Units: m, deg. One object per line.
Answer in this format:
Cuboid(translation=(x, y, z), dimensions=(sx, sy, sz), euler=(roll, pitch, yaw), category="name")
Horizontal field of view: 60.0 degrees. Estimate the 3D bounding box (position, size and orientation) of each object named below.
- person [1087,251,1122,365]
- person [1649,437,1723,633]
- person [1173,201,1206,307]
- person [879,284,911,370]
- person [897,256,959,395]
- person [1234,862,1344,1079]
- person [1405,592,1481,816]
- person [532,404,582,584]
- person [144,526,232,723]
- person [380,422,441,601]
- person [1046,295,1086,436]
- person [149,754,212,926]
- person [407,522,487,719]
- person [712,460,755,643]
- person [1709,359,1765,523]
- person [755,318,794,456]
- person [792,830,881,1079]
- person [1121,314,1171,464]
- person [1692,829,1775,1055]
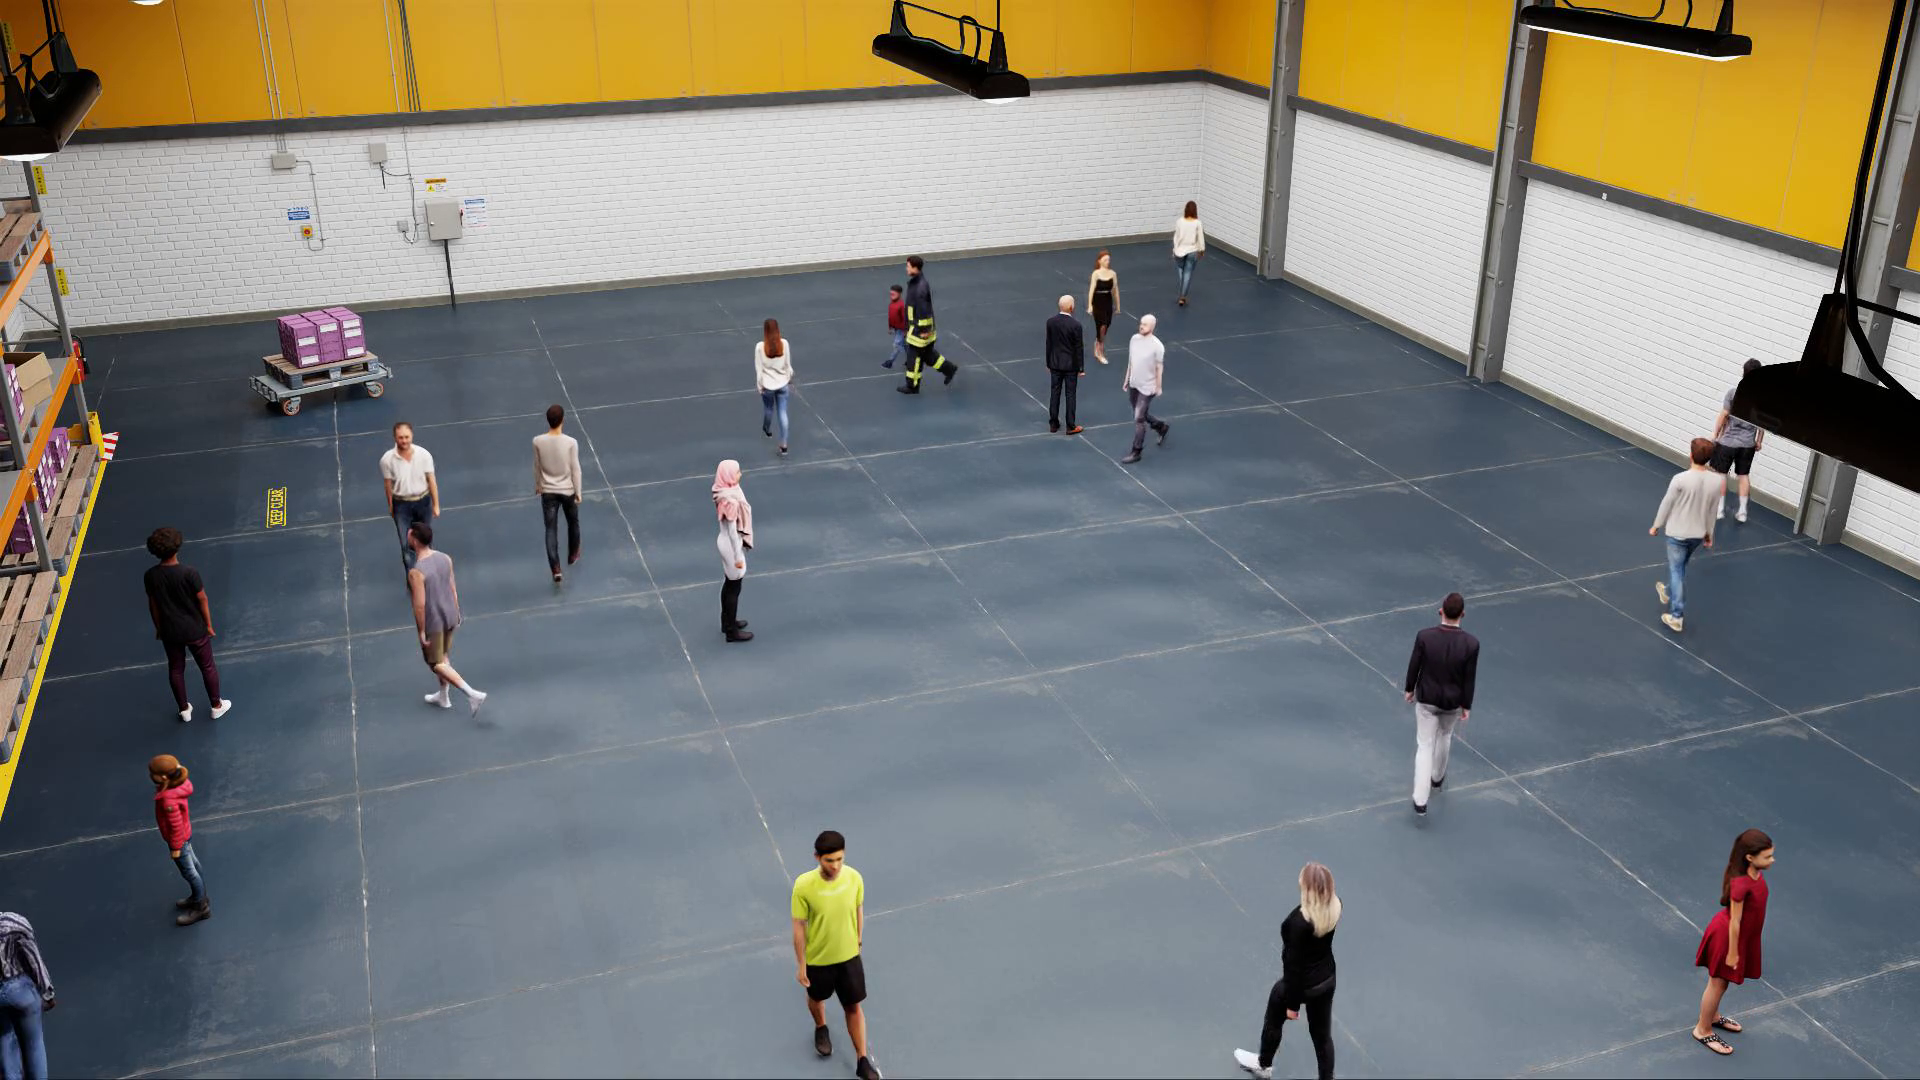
Cuboid(translation=(2.013, -3.383, 23.963), dimensions=(0.634, 1.610, 0.770), euler=(-11, 26, -24), category="person")
Cuboid(translation=(6.988, -0.015, 15.930), dimensions=(0.828, 1.871, 1.123), euler=(-3, 24, -6), category="person")
Cuboid(translation=(3.603, -4.555, 26.582), dimensions=(0.985, 1.659, 1.044), euler=(11, 26, 23), category="person")
Cuboid(translation=(-0.795, -3.035, 23.645), dimensions=(0.659, 1.225, 0.808), euler=(-14, 27, -30), category="person")
Cuboid(translation=(-0.444, -2.901, 22.493), dimensions=(0.987, 1.903, 1.112), euler=(-3, 24, -7), category="person")
Cuboid(translation=(2.156, 2.715, 9.953), dimensions=(0.832, 1.658, 1.013), euler=(-18, 29, -35), category="person")
Cuboid(translation=(3.715, 1.302, 12.982), dimensions=(1.071, 1.821, 1.205), euler=(7, 25, 16), category="person")
Cuboid(translation=(-4.119, -0.448, 16.967), dimensions=(0.864, 1.835, 1.248), euler=(-3, 24, -6), category="person")
Cuboid(translation=(-6.716, 0.724, 14.352), dimensions=(0.658, 1.781, 0.594), euler=(-4, 24, -10), category="person")
Cuboid(translation=(-5.522, -0.365, 16.830), dimensions=(0.723, 1.792, 1.262), euler=(-7, 24, -15), category="person")
Cuboid(translation=(1.323, -2.225, 21.077), dimensions=(0.749, 1.800, 0.829), euler=(13, 27, 27), category="person")
Cuboid(translation=(-5.526, 2.096, 11.792), dimensions=(0.570, 1.318, 0.440), euler=(-9, 25, -20), category="person")
Cuboid(translation=(-4.462, 0.714, 14.401), dimensions=(1.119, 1.828, 1.037), euler=(11, 26, 24), category="person")
Cuboid(translation=(-2.171, 0.092, 15.776), dimensions=(0.673, 1.800, 0.504), euler=(-7, 25, -17), category="person")
Cuboid(translation=(8.594, -1.078, 18.361), dimensions=(0.795, 1.873, 0.813), euler=(3, 24, 8), category="person")
Cuboid(translation=(-2.240, -1.849, 20.418), dimensions=(0.720, 1.638, 1.137), euler=(-5, 24, -12), category="person")
Cuboid(translation=(-0.845, 2.517, 10.378), dimensions=(0.650, 1.679, 0.941), euler=(-8, 25, -17), category="person")
Cuboid(translation=(2.299, -1.877, 20.269), dimensions=(0.883, 1.808, 1.100), euler=(-16, 28, -32), category="person")
Cuboid(translation=(4.909, 2.506, 10.560), dimensions=(0.733, 1.554, 0.672), euler=(16, 28, 32), category="person")
